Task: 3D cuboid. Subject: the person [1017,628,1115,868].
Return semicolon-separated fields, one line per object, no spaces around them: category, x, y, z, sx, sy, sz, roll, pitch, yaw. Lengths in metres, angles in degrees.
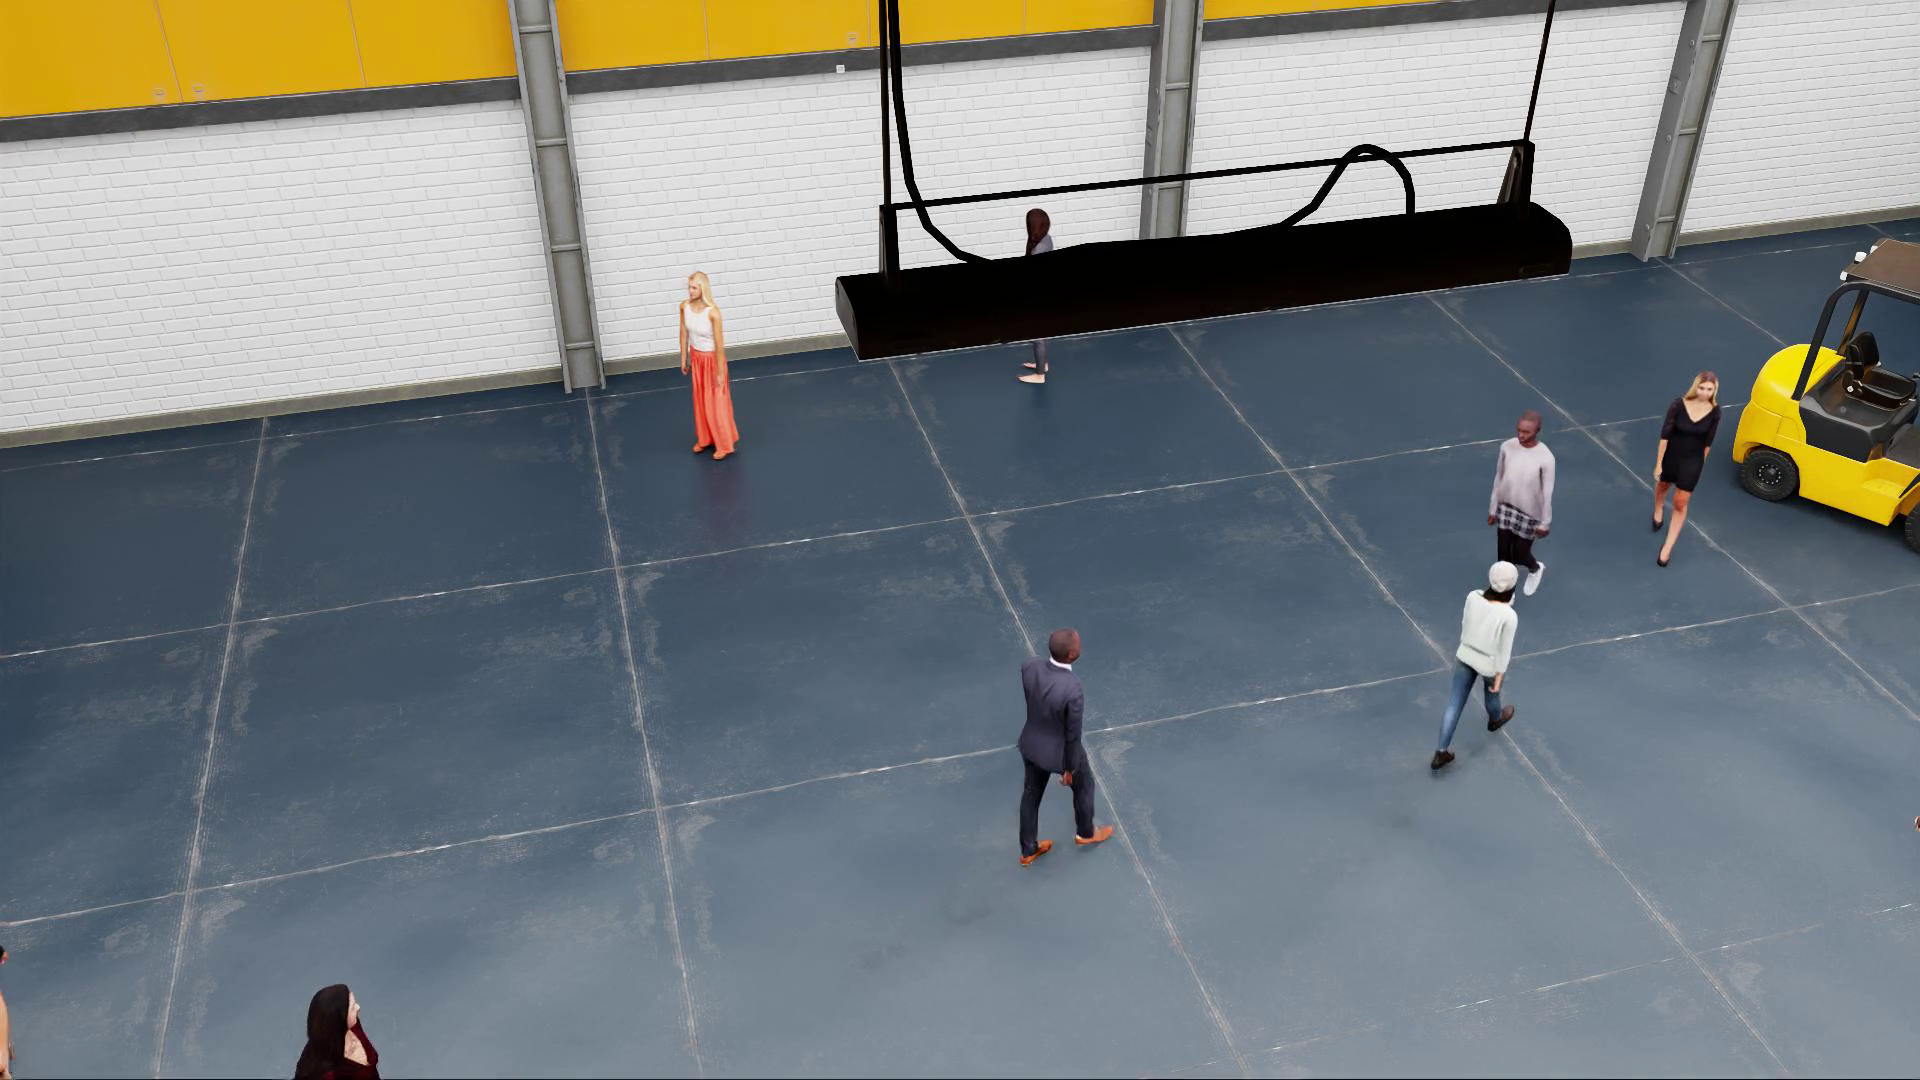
person;0.523;1.345;10.430;0.932;1.803;1.036;28;43;35

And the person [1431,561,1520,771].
person;3.496;0.873;11.328;1.190;1.595;0.933;-26;42;-34

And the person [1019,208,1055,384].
person;0.767;-2.369;16.047;0.689;1.771;0.687;8;34;12

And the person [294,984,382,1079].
person;-3.140;2.897;8.180;0.886;1.710;0.707;-2;34;-3

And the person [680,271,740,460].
person;-2.247;-1.568;14.816;0.730;1.799;0.775;21;39;29

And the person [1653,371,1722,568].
person;5.884;-0.662;13.610;1.065;1.626;1.026;12;35;17

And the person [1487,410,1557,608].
person;4.382;-0.245;12.864;0.927;1.758;0.834;-28;43;-35
